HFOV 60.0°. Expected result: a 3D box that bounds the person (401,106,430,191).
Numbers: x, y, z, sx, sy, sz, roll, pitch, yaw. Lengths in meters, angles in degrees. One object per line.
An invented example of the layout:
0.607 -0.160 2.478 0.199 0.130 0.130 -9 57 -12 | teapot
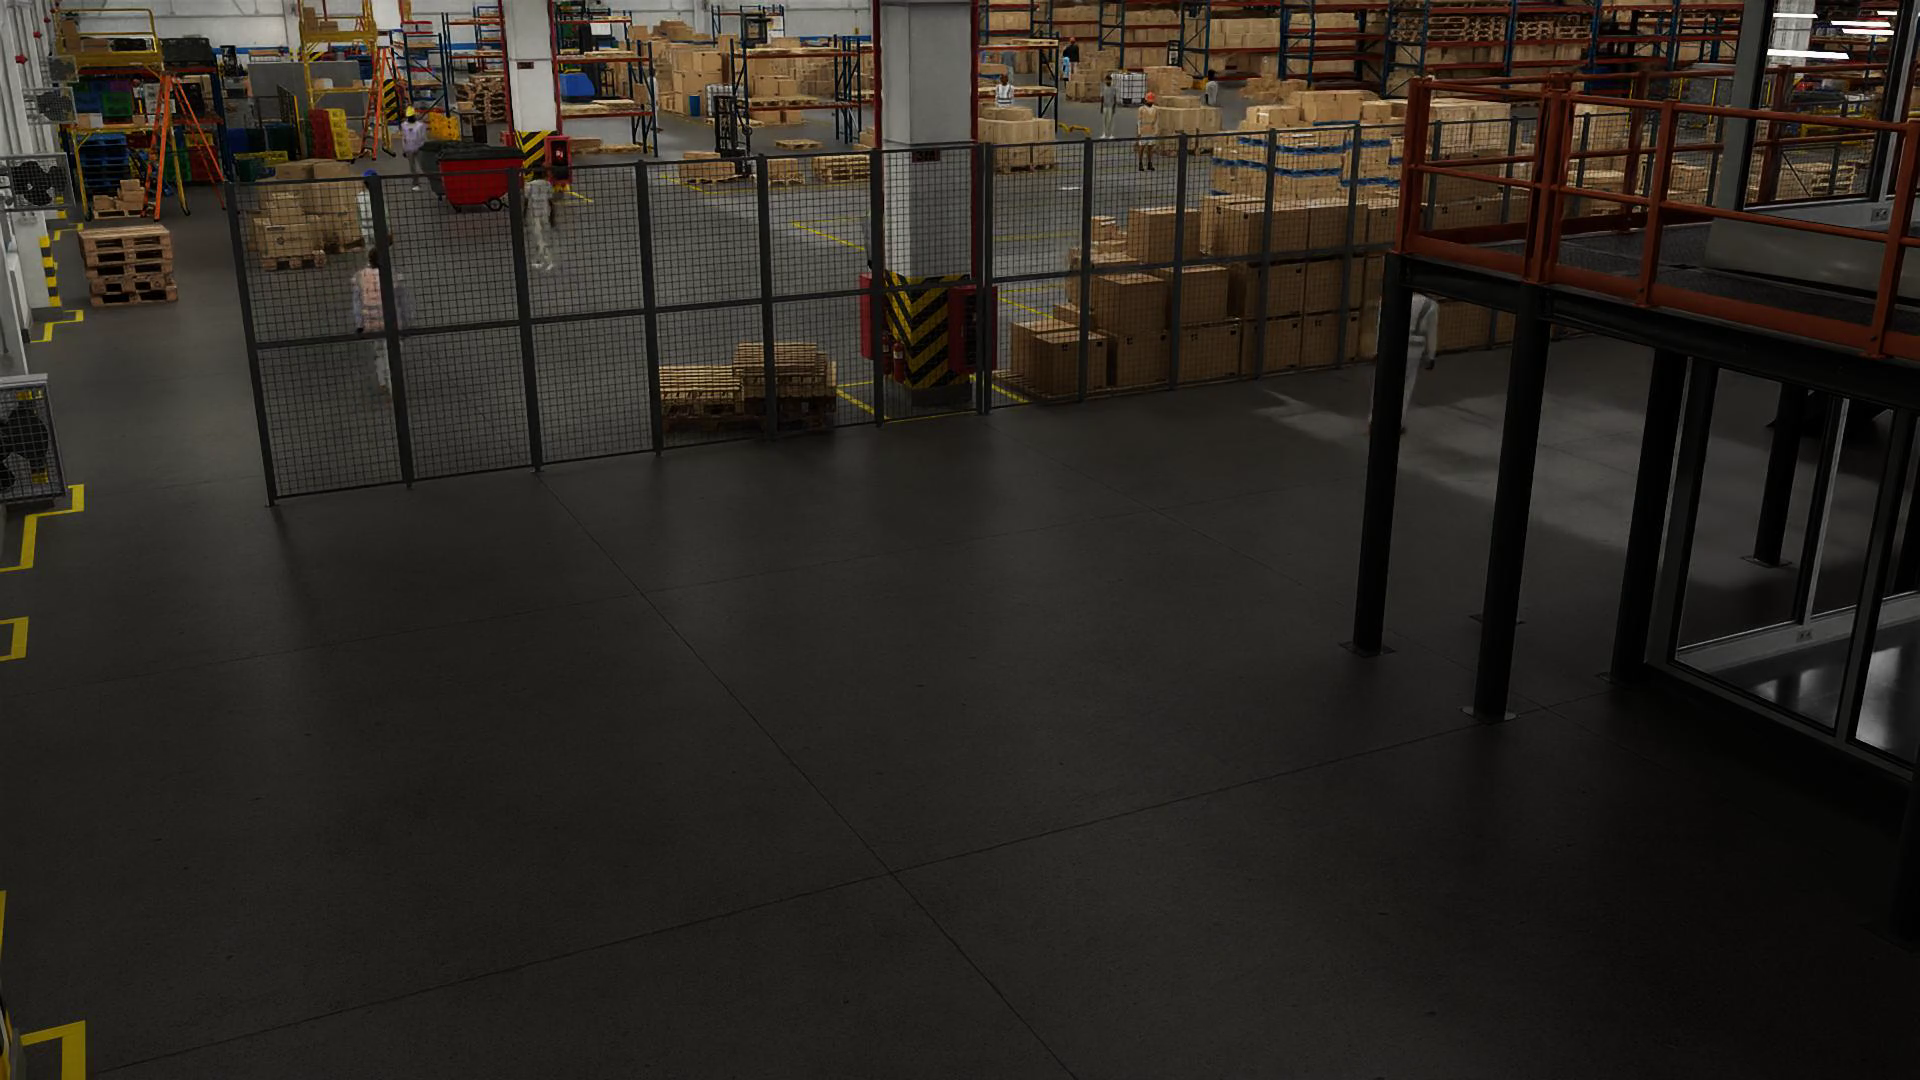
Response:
-12.550 -9.050 38.377 0.595 1.909 0.593 2 19 5 | person

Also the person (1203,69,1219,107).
7.685 -13.434 51.016 0.614 1.950 0.447 -15 24 -37 | person

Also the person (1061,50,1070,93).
4.324 -19.192 68.090 0.322 1.697 0.534 8 21 23 | person

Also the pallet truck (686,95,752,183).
-5.836 -9.608 39.856 0.823 1.965 1.885 10 22 27 | pallet truck

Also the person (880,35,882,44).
-3.767 -23.960 81.551 0.551 1.933 0.369 7 20 19 | person

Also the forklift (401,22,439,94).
-21.656 -19.175 66.256 1.129 2.768 1.873 -1 19 -2 | forklift

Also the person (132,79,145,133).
-25.372 -13.402 51.411 0.520 1.633 0.313 5 20 14 | person

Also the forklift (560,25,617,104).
-14.054 -17.892 62.535 1.873 2.768 1.129 -9 21 -25 | forklift

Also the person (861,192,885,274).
-1.158 -4.143 24.244 0.429 1.846 0.626 11 22 29 | person

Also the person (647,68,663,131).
-9.594 -13.808 52.121 0.373 1.940 0.628 -10 22 -28 | person

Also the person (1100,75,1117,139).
4.436 -12.941 49.733 0.527 1.857 0.319 13 23 34 | person

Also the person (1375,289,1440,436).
4.877 -2.042 18.131 0.599 1.855 0.481 13 23 33 | person

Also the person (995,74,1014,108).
1.320 -12.965 49.757 0.585 1.883 0.343 7 20 19 | person

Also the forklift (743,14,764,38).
-9.687 -23.327 78.290 1.129 2.768 1.873 -9 21 -25 | forklift

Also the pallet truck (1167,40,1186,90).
9.045 -19.971 69.895 0.823 1.965 1.885 -3 19 -8 | pallet truck

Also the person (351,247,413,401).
-6.803 -2.580 19.748 0.648 1.822 0.578 0 19 0 | person

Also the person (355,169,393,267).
-9.111 -4.790 25.961 0.605 1.951 0.380 9 21 25 | person

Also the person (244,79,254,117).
-23.531 -14.830 55.473 0.557 1.664 0.755 -4 20 -13 | person

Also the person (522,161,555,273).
-7.096 -5.456 28.068 0.514 1.835 0.942 -18 26 -41 | person

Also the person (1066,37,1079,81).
4.910 -20.946 72.726 0.611 1.995 0.375 -3 19 -8 | person

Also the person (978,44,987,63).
0.841 -20.281 71.100 0.965 1.789 0.629 -10 22 -27 | person

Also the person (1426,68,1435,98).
16.100 -15.373 57.107 0.525 1.639 0.307 -17 25 -40 | person

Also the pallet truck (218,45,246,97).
-28.879 -18.665 66.111 0.823 1.965 1.885 -3 19 -9 | pallet truck

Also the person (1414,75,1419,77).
14.011 -13.399 51.198 0.325 1.765 0.533 18 26 42 | person

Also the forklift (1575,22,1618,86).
25.814 -19.397 66.898 1.873 2.768 1.129 -9 21 -25 | forklift

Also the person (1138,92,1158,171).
4.739 -10.284 41.909 0.544 1.936 0.359 -6 20 -17 | person

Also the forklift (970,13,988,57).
0.454 -24.004 80.252 1.129 2.768 1.873 -12 23 -32 | forklift

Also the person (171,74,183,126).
-25.007 -14.073 52.927 0.507 1.909 0.585 18 26 41 | person

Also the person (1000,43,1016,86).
1.991 -19.577 68.845 0.634 1.935 0.350 3 19 9 | person
